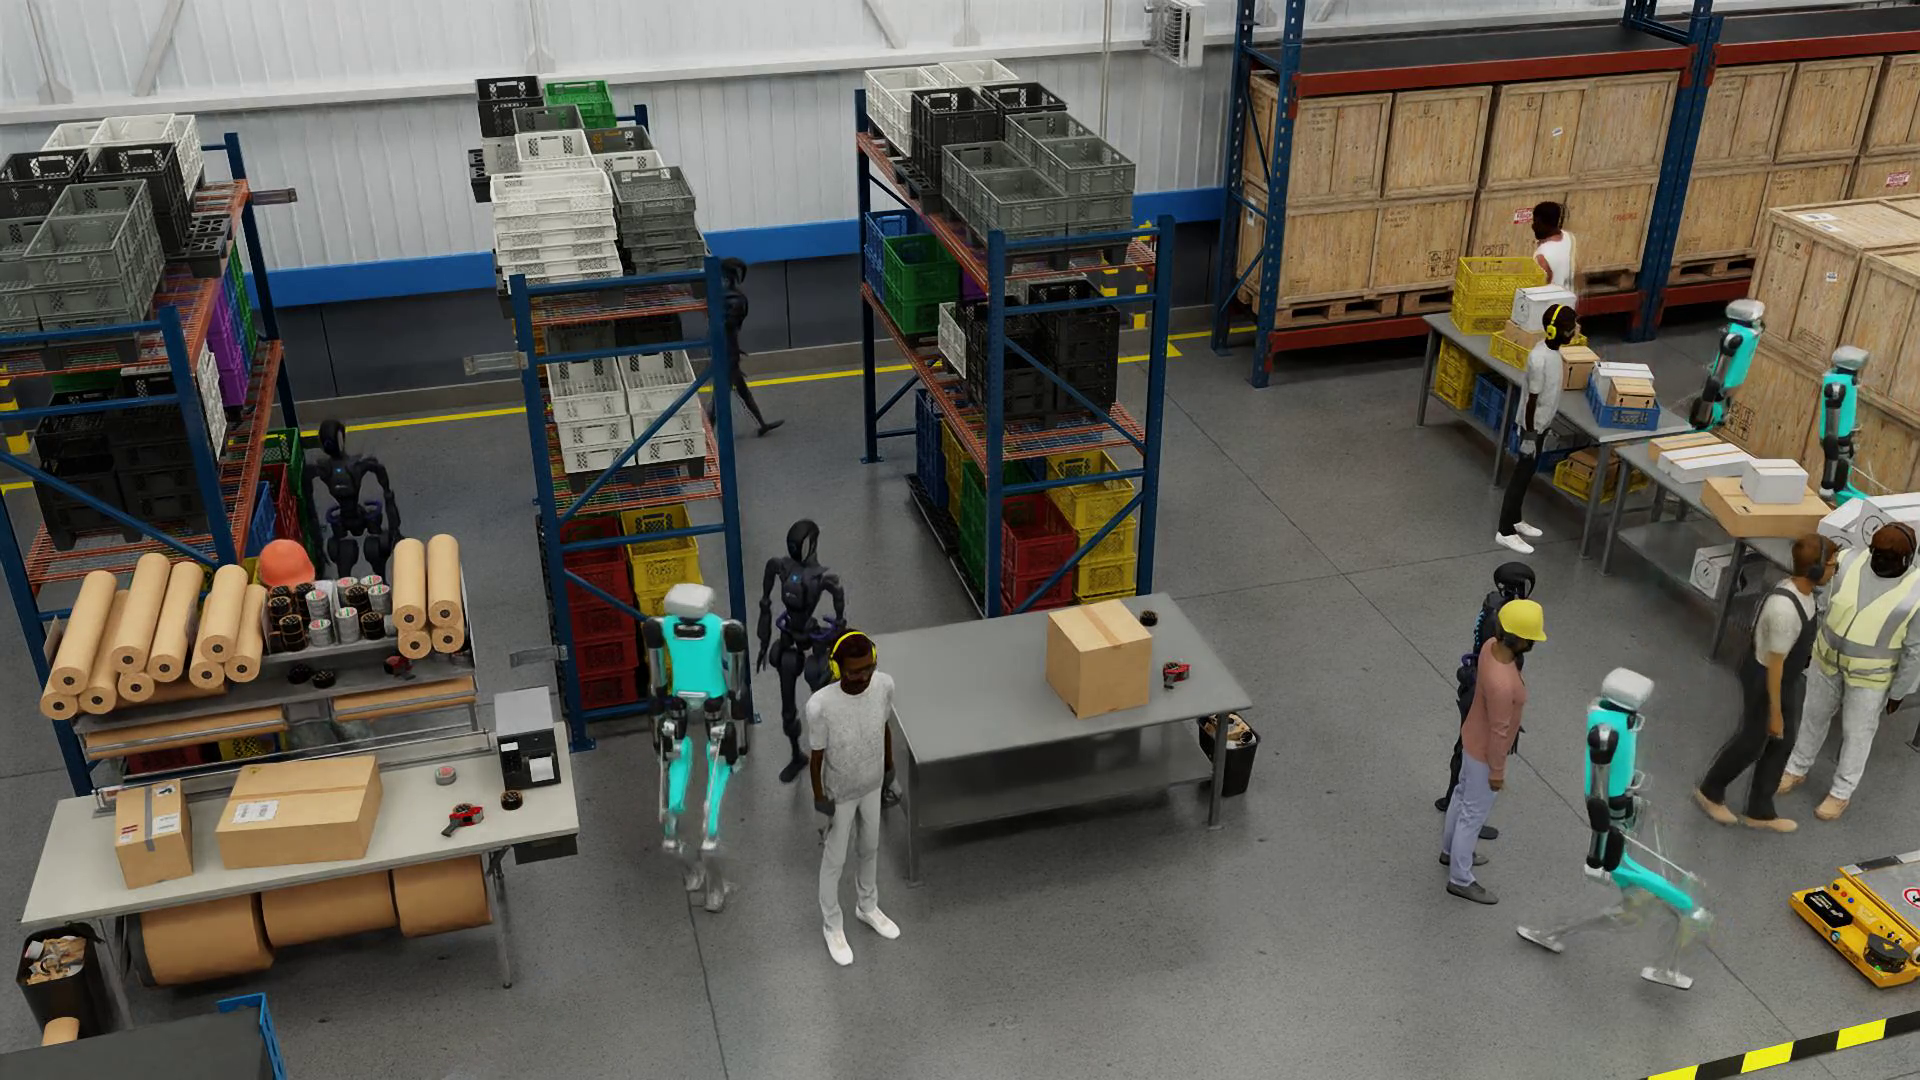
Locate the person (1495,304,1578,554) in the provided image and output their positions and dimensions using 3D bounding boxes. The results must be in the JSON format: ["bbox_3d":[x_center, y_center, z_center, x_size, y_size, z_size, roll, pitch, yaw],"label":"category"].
[{"bbox_3d":[4.168,-0.817,11.985,0.313,1.869,0.531,15,32,26],"label":"person"}]

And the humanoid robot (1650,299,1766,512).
[{"bbox_3d":[5.481,-0.955,12.486,0.539,1.894,0.722,-26,38,-38],"label":"humanoid robot"}]

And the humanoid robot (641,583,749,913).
[{"bbox_3d":[-1.387,1.153,8.518,0.548,1.751,0.838,3,29,6],"label":"humanoid robot"}]

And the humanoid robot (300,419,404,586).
[{"bbox_3d":[-3.873,-0.010,10.722,0.608,1.649,0.459,-7,29,-12],"label":"humanoid robot"}]

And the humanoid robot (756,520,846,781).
[{"bbox_3d":[-0.906,0.632,9.553,0.584,1.652,0.383,12,31,21],"label":"humanoid robot"}]

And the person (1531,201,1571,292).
[{"bbox_3d":[4.828,-1.956,14.043,0.629,1.884,0.621,15,32,25],"label":"person"}]

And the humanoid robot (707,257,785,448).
[{"bbox_3d":[-1.839,-1.517,13.499,0.784,1.618,0.589,-5,29,-10],"label":"humanoid robot"}]

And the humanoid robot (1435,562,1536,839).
[{"bbox_3d":[2.907,0.851,9.135,0.315,1.657,0.599,-2,29,-4],"label":"humanoid robot"}]

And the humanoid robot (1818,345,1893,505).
[{"bbox_3d":[6.231,-0.444,11.465,0.828,1.756,0.538,18,33,29],"label":"humanoid robot"}]

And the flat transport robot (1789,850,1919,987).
[{"bbox_3d":[5.163,1.916,8.676,1.431,0.231,0.659,-8,30,-14],"label":"flat transport robot"}]

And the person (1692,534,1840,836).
[{"bbox_3d":[4.430,0.823,9.048,0.576,1.815,0.624,23,36,35],"label":"person"}]

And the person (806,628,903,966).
[{"bbox_3d":[-0.507,1.246,8.231,0.517,1.873,0.334,-20,34,-31],"label":"person"}]

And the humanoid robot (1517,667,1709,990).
[{"bbox_3d":[3.335,1.481,8.014,1.039,1.770,0.533,16,33,26],"label":"humanoid robot"}]

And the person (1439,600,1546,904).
[{"bbox_3d":[2.766,1.078,8.652,0.321,1.760,0.522,4,29,8],"label":"person"}]

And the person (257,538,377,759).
[{"bbox_3d":[-3.380,0.874,8.751,0.423,2.029,0.617,26,38,38],"label":"person"}]

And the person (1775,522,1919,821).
[{"bbox_3d":[4.976,0.713,9.247,0.429,1.834,0.630,-17,33,-28],"label":"person"}]
